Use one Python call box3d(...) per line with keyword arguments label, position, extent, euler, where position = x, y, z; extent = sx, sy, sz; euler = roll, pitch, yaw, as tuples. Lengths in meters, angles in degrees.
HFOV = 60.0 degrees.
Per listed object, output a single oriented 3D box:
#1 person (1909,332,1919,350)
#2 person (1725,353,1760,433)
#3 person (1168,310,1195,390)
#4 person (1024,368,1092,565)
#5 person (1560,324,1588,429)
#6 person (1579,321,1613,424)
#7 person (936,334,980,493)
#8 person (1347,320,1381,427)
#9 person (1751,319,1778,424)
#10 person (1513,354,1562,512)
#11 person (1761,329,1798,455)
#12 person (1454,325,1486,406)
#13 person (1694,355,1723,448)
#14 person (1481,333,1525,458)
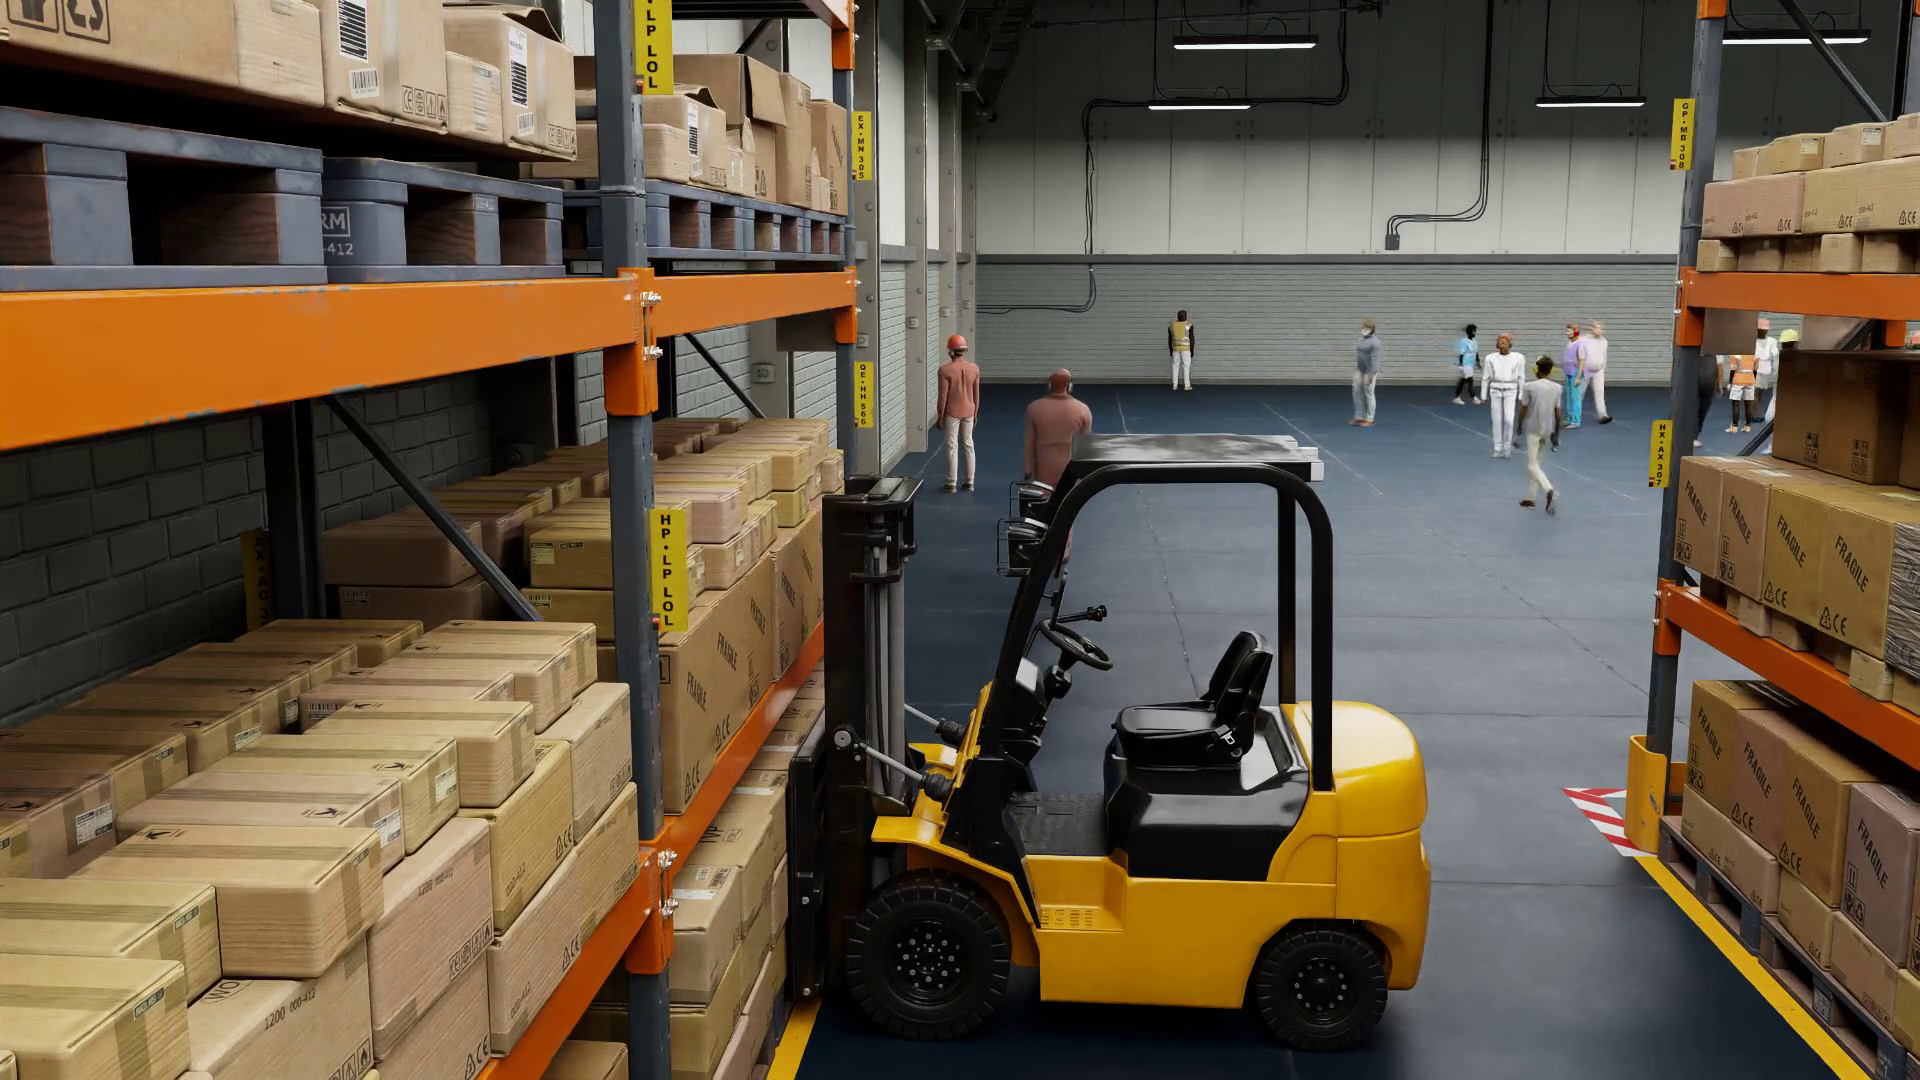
box3d(label="person", position=(12.732, -1.757, 22.007), extent=(0.639, 1.994, 1.037), euler=(-8, 12, -40))
box3d(label="person", position=(13.363, -2.663, 28.411), extent=(0.539, 1.700, 0.317), euler=(-2, 10, -10))
box3d(label="person", position=(5.115, -4.375, 38.357), extent=(0.627, 1.844, 0.429), euler=(5, 10, 26))
box3d(label="person", position=(0.943, -0.689, 15.870), extent=(0.664, 1.887, 0.464), euler=(1, 9, 5))
box3d(label="person", position=(10.806, -2.874, 29.246), extent=(0.392, 1.846, 0.564), euler=(0, 9, -2))
box3d(label="person", position=(11.449, -3.015, 30.078), extent=(0.654, 1.847, 1.030), euler=(-1, 9, -8))
box3d(label="person", position=(-0.029, -1.596, 21.047), extent=(0.611, 1.997, 0.375), euler=(-6, 11, -32))
box3d(label="person", position=(7.215, -2.947, 29.518), extent=(0.536, 1.905, 0.668), euler=(-4, 10, -24))
box3d(label="person", position=(14.573, -3.062, 30.256), extent=(0.564, 1.881, 1.009), euler=(1, 9, 7))
box3d(label="person", position=(6.787, -1.245, 19.416), extent=(0.518, 1.839, 0.815), euler=(-3, 10, -15))
box3d(label="person", position=(12.350, -2.203, 24.974), extent=(0.609, 1.906, 0.622), euler=(-3, 10, -18))
box3d(label="person", position=(10.468, -3.563, 33.990), extent=(0.843, 1.657, 0.553), euler=(8, 12, 40))
box3d(label="person", position=(11.751, -2.513, 26.468), extent=(0.681, 2.000, 1.044), euler=(1, 9, 8))
box3d(label="person", position=(8.042, -2.132, 24.690), extent=(0.607, 1.862, 0.585), euler=(5, 10, 25))
